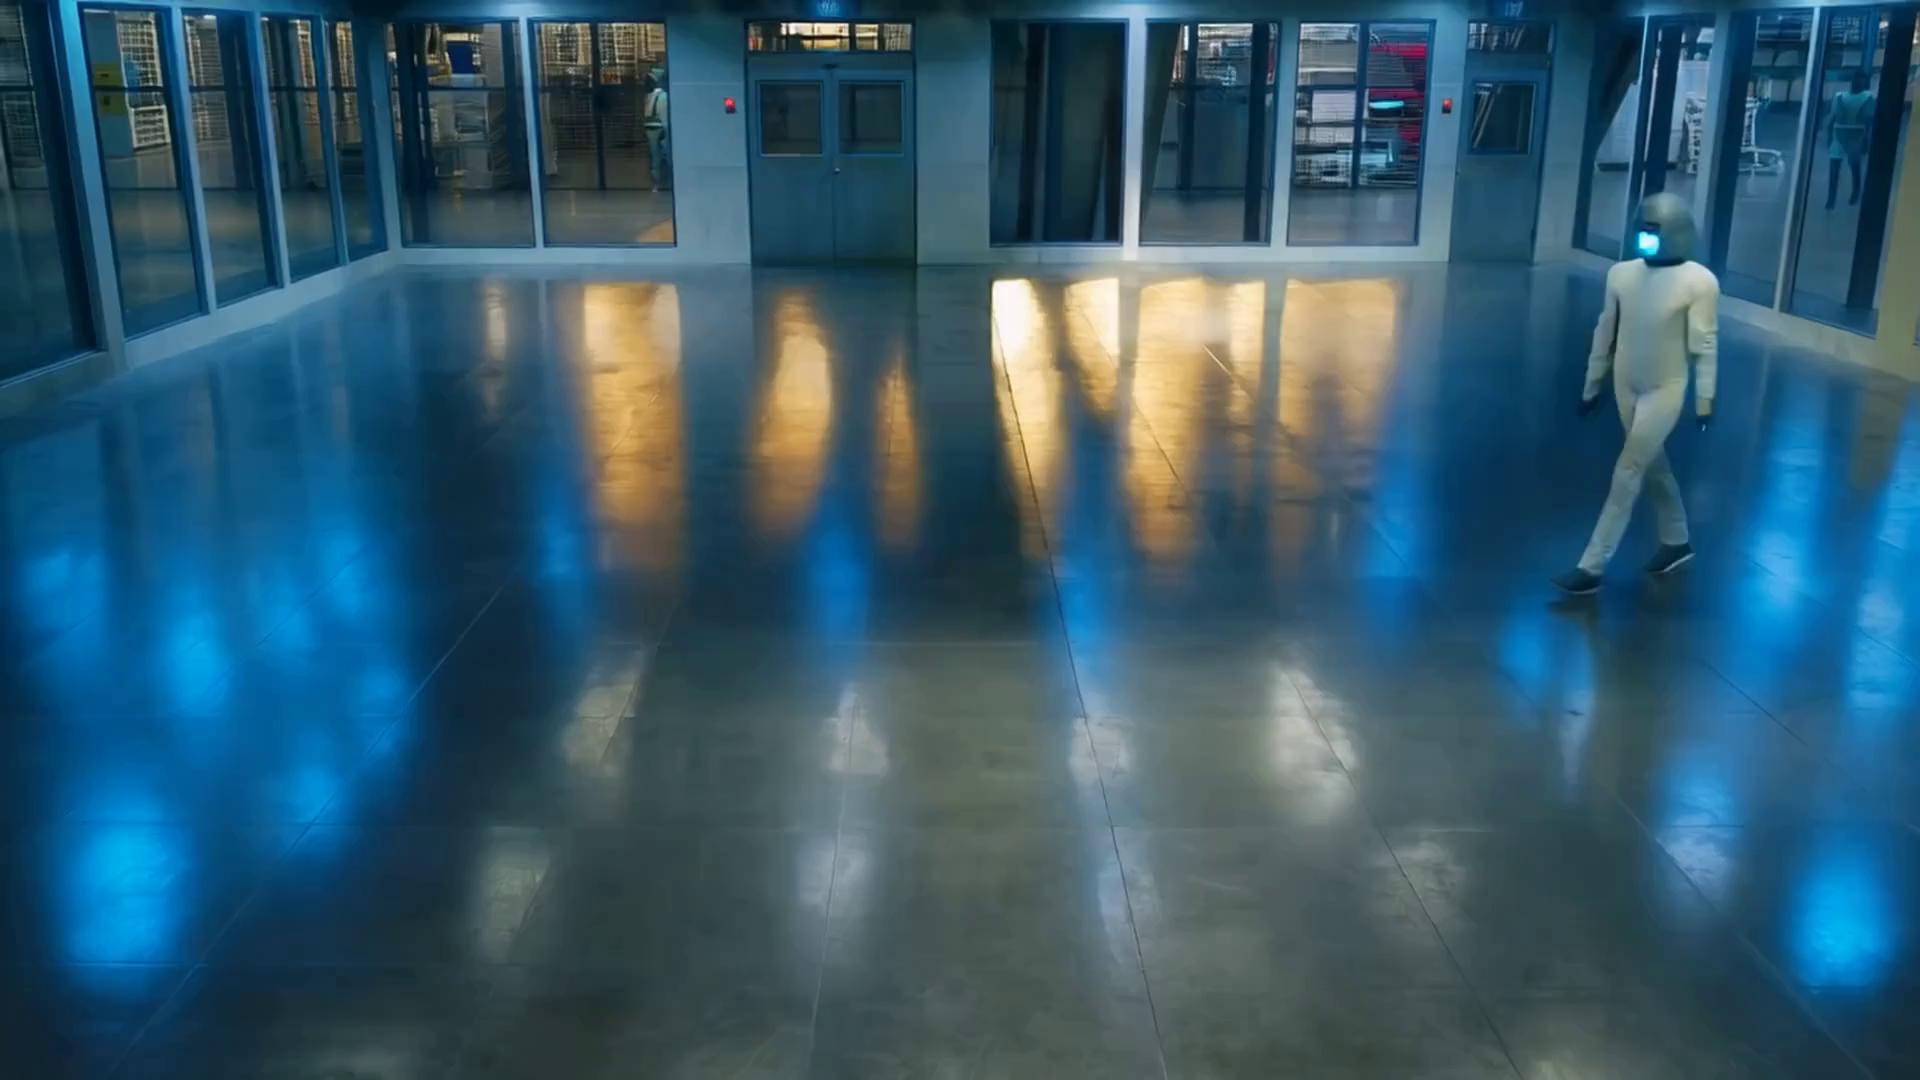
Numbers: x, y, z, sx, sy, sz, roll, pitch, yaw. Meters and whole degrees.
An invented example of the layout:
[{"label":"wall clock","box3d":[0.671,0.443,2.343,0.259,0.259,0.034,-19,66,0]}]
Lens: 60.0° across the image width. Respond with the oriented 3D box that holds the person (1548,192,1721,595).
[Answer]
[{"label":"person","box3d":[2.739,-0.583,6.642,0.878,1.589,0.515,-8,18,-26]}]
